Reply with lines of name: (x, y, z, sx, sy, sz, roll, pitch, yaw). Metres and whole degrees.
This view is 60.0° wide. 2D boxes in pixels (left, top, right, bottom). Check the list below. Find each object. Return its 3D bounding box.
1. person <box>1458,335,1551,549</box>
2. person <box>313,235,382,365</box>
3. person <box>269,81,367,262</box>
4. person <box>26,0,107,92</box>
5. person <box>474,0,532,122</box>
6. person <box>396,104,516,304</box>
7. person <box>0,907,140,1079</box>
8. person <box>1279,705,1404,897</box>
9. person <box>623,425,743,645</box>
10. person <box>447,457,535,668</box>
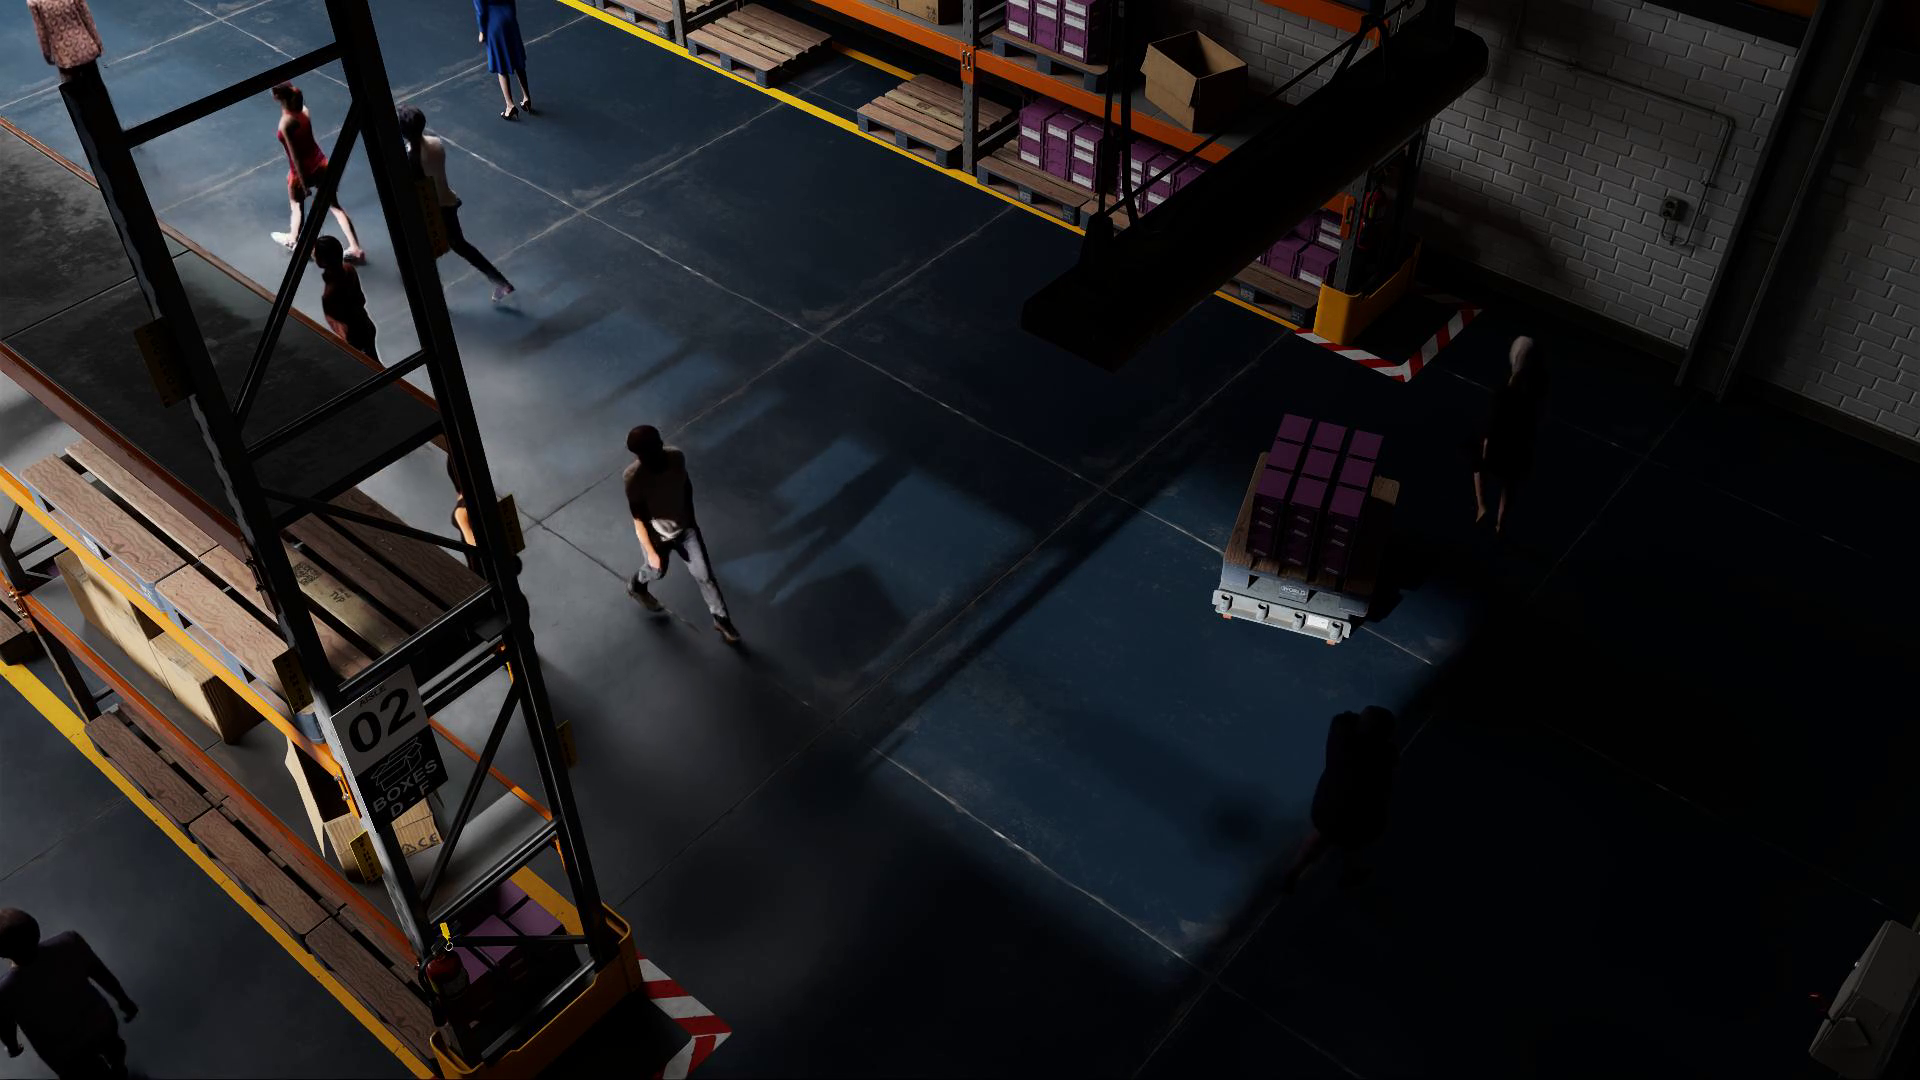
person: (3.852, -0.636, 11.642, 0.809, 1.736, 0.868, -3, 44, -3)
person: (-4.540, -1.520, 12.539, 0.744, 1.779, 0.710, 0, 44, 0)
person: (-5.513, -3.135, 14.282, 1.165, 1.713, 0.844, 14, 45, 14)
person: (-8.398, -4.630, 15.799, 0.935, 1.786, 0.714, 33, 53, 30)
person: (-4.447, -4.929, 16.082, 0.555, 1.828, 0.603, 31, 52, 28)
person: (-4.227, -2.687, 13.711, 1.307, 1.853, 1.040, 11, 45, 11)
person: (-4.304, 2.512, 8.254, 1.136, 1.851, 0.806, 20, 47, 19)
person: (2.152, 1.518, 9.436, 0.894, 1.661, 0.946, -22, 48, -22)
person: (-2.014, -0.083, 10.990, 1.177, 1.836, 0.745, 32, 52, 29)
person: (-3.036, 0.138, 10.759, 0.681, 1.834, 0.668, 7, 44, 8)
